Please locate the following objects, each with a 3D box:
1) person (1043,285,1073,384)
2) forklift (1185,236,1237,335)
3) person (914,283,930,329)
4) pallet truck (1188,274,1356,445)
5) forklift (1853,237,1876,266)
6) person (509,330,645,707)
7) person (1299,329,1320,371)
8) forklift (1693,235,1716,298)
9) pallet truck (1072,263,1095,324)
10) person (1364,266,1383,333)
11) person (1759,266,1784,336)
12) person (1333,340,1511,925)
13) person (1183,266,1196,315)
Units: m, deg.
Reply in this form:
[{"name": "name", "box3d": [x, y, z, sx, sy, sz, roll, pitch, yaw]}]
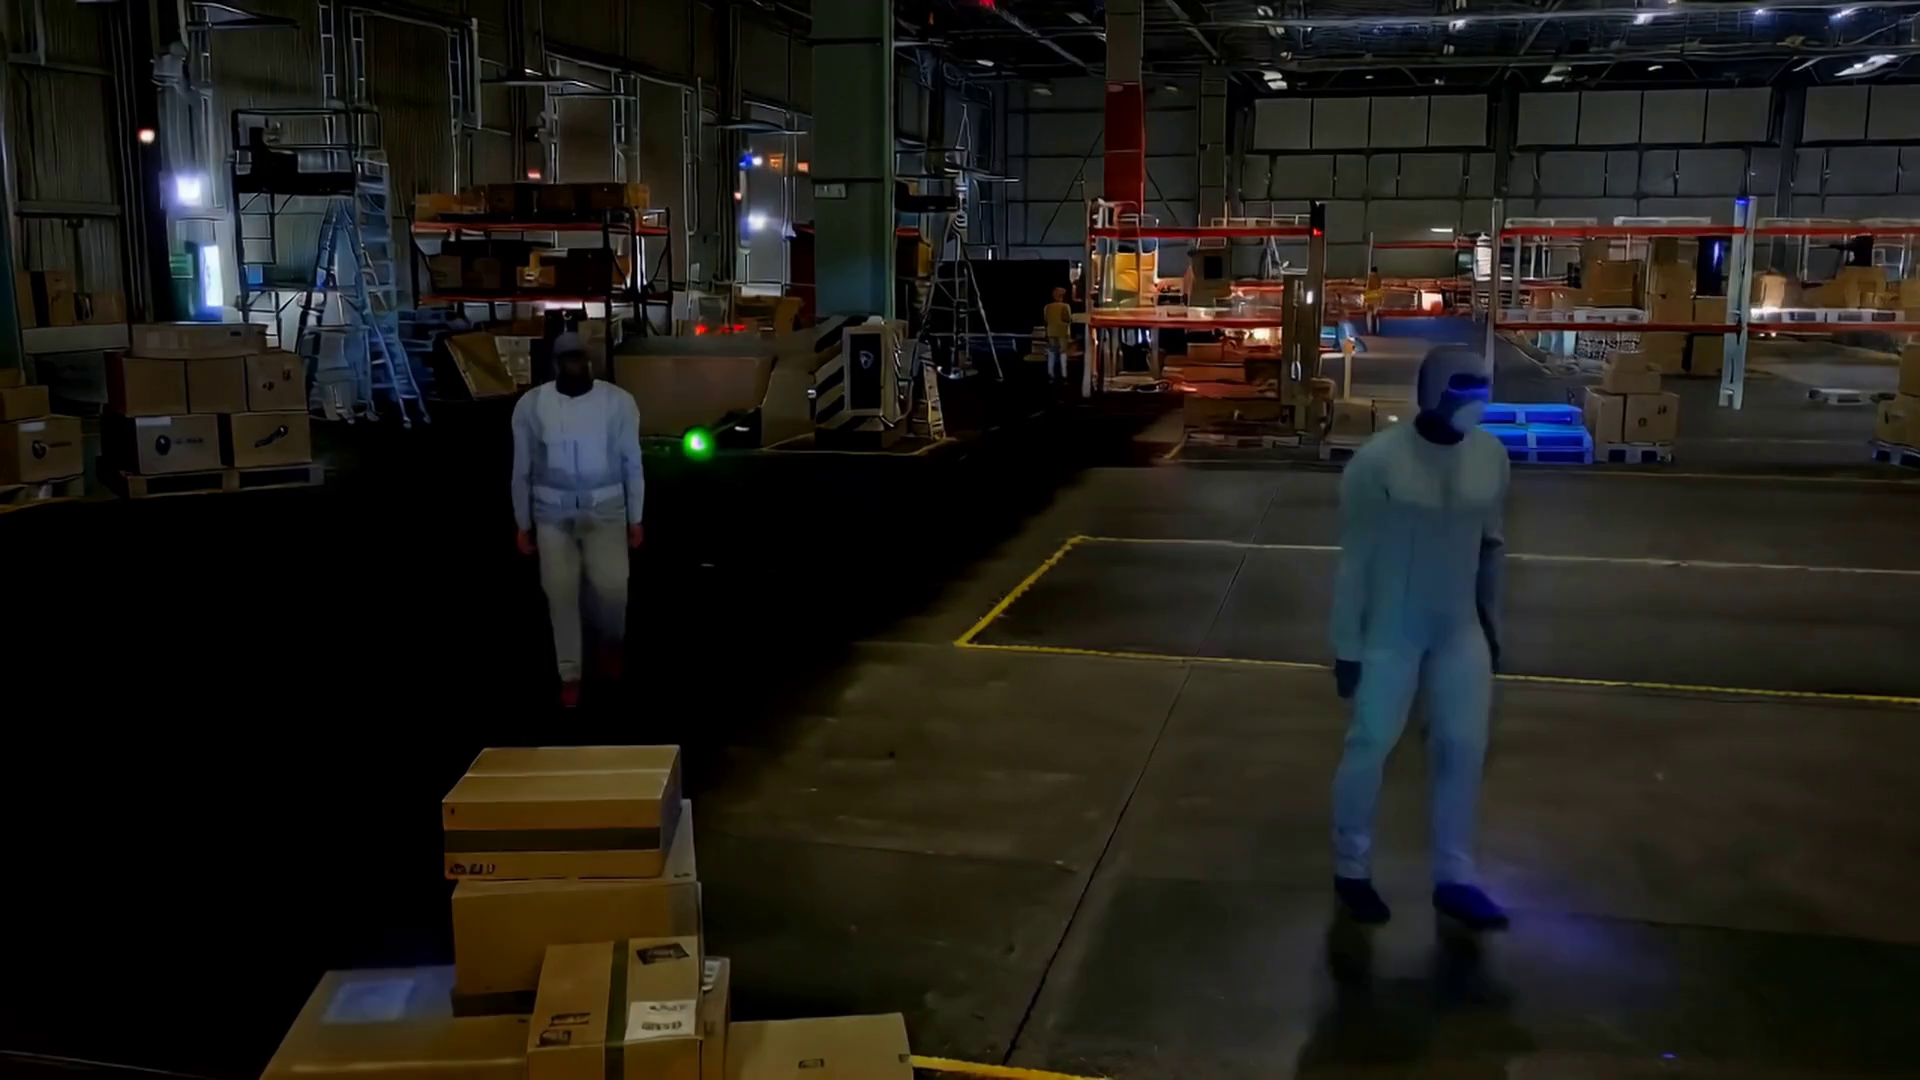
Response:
[{"name": "person", "box3d": [1.695, -3.520, 28.608, 0.535, 1.699, 0.318, 4, 11, 25]}, {"name": "forklift", "box3d": [7.076, -7.145, 46.470, 1.129, 2.768, 1.873, 4, 10, 21]}, {"name": "person", "box3d": [-1.144, -7.383, 50.679, 0.544, 1.930, 0.388, -6, 11, -31]}, {"name": "pallet truck", "box3d": [3.653, -2.138, 19.590, 1.885, 1.965, 0.823, -4, 10, -20]}, {"name": "forklift", "box3d": [28.334, -8.132, 52.282, 1.873, 2.768, 1.129, 2, 10, 14]}, {"name": "person", "box3d": [-1.862, -0.108, 8.122, 0.644, 1.831, 0.434, -2, 10, -10]}, {"name": "person", "box3d": [6.775, -4.113, 32.002, 0.486, 1.737, 0.334, -8, 13, -41]}, {"name": "forklift", "box3d": [21.841, -7.544, 48.823, 1.873, 2.768, 1.129, 2, 10, 14]}, {"name": "pallet truck", "box3d": [4.325, -8.180, 55.162, 0.823, 1.965, 1.885, 6, 11, 31]}, {"name": "person", "box3d": [11.937, -6.944, 48.065, 0.551, 1.934, 0.373, 0, 10, 2]}, {"name": "person", "box3d": [22.645, -6.671, 46.450, 0.635, 1.939, 0.366, 1, 10, 7]}, {"name": "person", "box3d": [1.512, 0.328, 5.363, 0.670, 1.914, 0.638, -4, 10, -22]}, {"name": "person", "box3d": [8.260, -8.836, 59.231, 0.645, 1.926, 0.435, 5, 11, 28]}]
